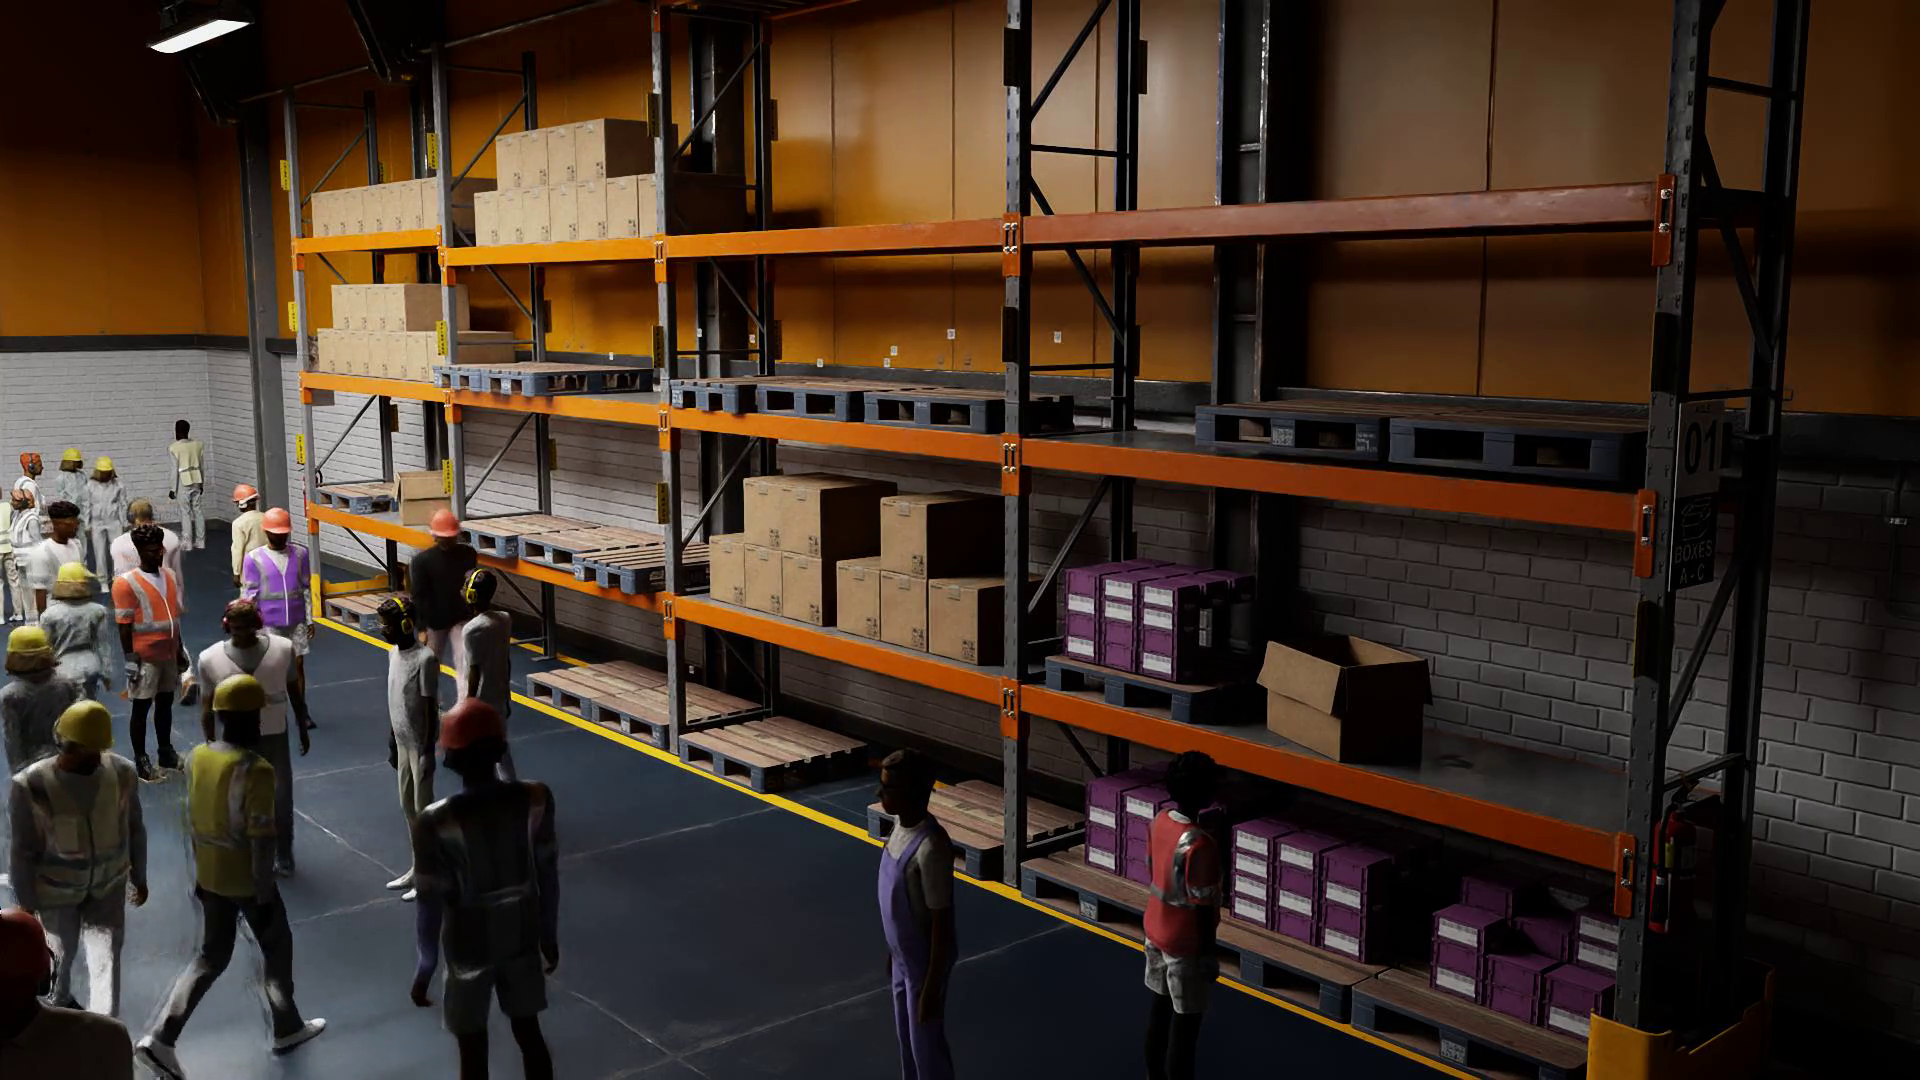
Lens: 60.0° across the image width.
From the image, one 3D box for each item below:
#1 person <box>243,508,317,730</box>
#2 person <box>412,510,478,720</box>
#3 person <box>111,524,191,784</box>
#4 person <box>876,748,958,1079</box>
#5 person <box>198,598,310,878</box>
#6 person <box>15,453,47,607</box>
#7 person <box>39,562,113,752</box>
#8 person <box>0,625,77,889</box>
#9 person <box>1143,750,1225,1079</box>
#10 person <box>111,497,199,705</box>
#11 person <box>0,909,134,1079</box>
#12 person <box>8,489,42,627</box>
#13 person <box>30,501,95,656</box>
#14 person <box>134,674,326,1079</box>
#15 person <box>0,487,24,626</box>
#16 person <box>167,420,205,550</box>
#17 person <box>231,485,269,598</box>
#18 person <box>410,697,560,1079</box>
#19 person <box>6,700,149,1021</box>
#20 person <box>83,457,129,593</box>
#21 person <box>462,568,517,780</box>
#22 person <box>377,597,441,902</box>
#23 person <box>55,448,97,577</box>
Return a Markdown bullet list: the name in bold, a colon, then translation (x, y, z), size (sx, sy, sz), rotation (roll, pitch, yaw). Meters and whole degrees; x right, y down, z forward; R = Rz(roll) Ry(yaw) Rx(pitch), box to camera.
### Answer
- **person**: translation (-5.728, 0.679, 14.049), size (0.548, 1.925, 0.392), rotation (-7, 11, -41)
- **person**: translation (-4.368, 0.677, 14.127), size (0.624, 1.900, 1.110), rotation (-6, 10, -36)
- **person**: translation (-6.142, 0.852, 12.682), size (0.367, 1.966, 0.604), rotation (2, 9, 16)
- **person**: translation (-0.188, 1.752, 6.840), size (0.351, 1.847, 0.507), rotation (-3, 9, -17)
- **person**: translation (-4.407, 1.247, 10.421), size (0.615, 1.819, 0.477), rotation (-4, 9, -24)
- **person**: translation (-10.928, -0.092, 19.576), size (0.354, 1.877, 0.574), rotation (-6, 10, -37)
- **person**: translation (-6.658, 1.015, 12.548), size (0.926, 1.690, 0.497), rotation (6, 10, 34)
- **person**: translation (-5.563, 1.356, 10.120), size (0.908, 1.699, 0.487), rotation (6, 10, 36)
- **person**: translation (0.984, 1.757, 7.322), size (0.322, 1.697, 0.534), rotation (-2, 9, -17)
- **person**: translation (-7.273, 0.559, 14.976), size (0.925, 1.897, 0.643), rotation (6, 10, 34)
- **person**: translation (-2.640, 1.991, 4.716), size (0.617, 1.984, 0.408), rotation (-3, 9, -21)
- **person**: translation (-10.055, 0.257, 17.944), size (0.522, 1.640, 0.305), rotation (7, 11, 41)
- **person**: translation (-7.771, 0.624, 14.394), size (0.494, 1.942, 0.628), rotation (0, 8, 3)
- **person**: translation (-3.489, 1.587, 7.862), size (0.585, 1.888, 0.871), rotation (4, 9, 27)
- **person**: translation (-10.821, 0.148, 18.715), size (0.314, 1.636, 0.514), rotation (4, 9, 26)
- **person**: translation (-11.308, -0.802, 24.342), size (0.392, 1.919, 0.592), rotation (3, 9, 22)
- **person**: translation (-7.411, 0.287, 17.402), size (0.357, 1.739, 0.573), rotation (2, 9, 17)
- **person**: translation (-1.951, 1.652, 6.863), size (0.612, 2.045, 0.386), rotation (-7, 11, -39)
- **person**: translation (-4.248, 1.623, 8.009), size (0.607, 1.786, 0.854), rotation (-7, 11, -41)
- **person**: translation (-10.624, -0.180, 20.708), size (0.516, 1.723, 0.503), rotation (-5, 9, -30)
- **person**: translation (-3.201, 1.113, 11.195), size (0.328, 1.873, 0.517), rotation (2, 9, 16)
- **person**: translation (-3.372, 1.266, 10.203), size (0.522, 1.856, 0.351), rotation (8, 11, 43)
- **person**: translation (-11.572, -0.341, 21.769), size (0.327, 1.739, 0.500), rotation (2, 9, 16)
